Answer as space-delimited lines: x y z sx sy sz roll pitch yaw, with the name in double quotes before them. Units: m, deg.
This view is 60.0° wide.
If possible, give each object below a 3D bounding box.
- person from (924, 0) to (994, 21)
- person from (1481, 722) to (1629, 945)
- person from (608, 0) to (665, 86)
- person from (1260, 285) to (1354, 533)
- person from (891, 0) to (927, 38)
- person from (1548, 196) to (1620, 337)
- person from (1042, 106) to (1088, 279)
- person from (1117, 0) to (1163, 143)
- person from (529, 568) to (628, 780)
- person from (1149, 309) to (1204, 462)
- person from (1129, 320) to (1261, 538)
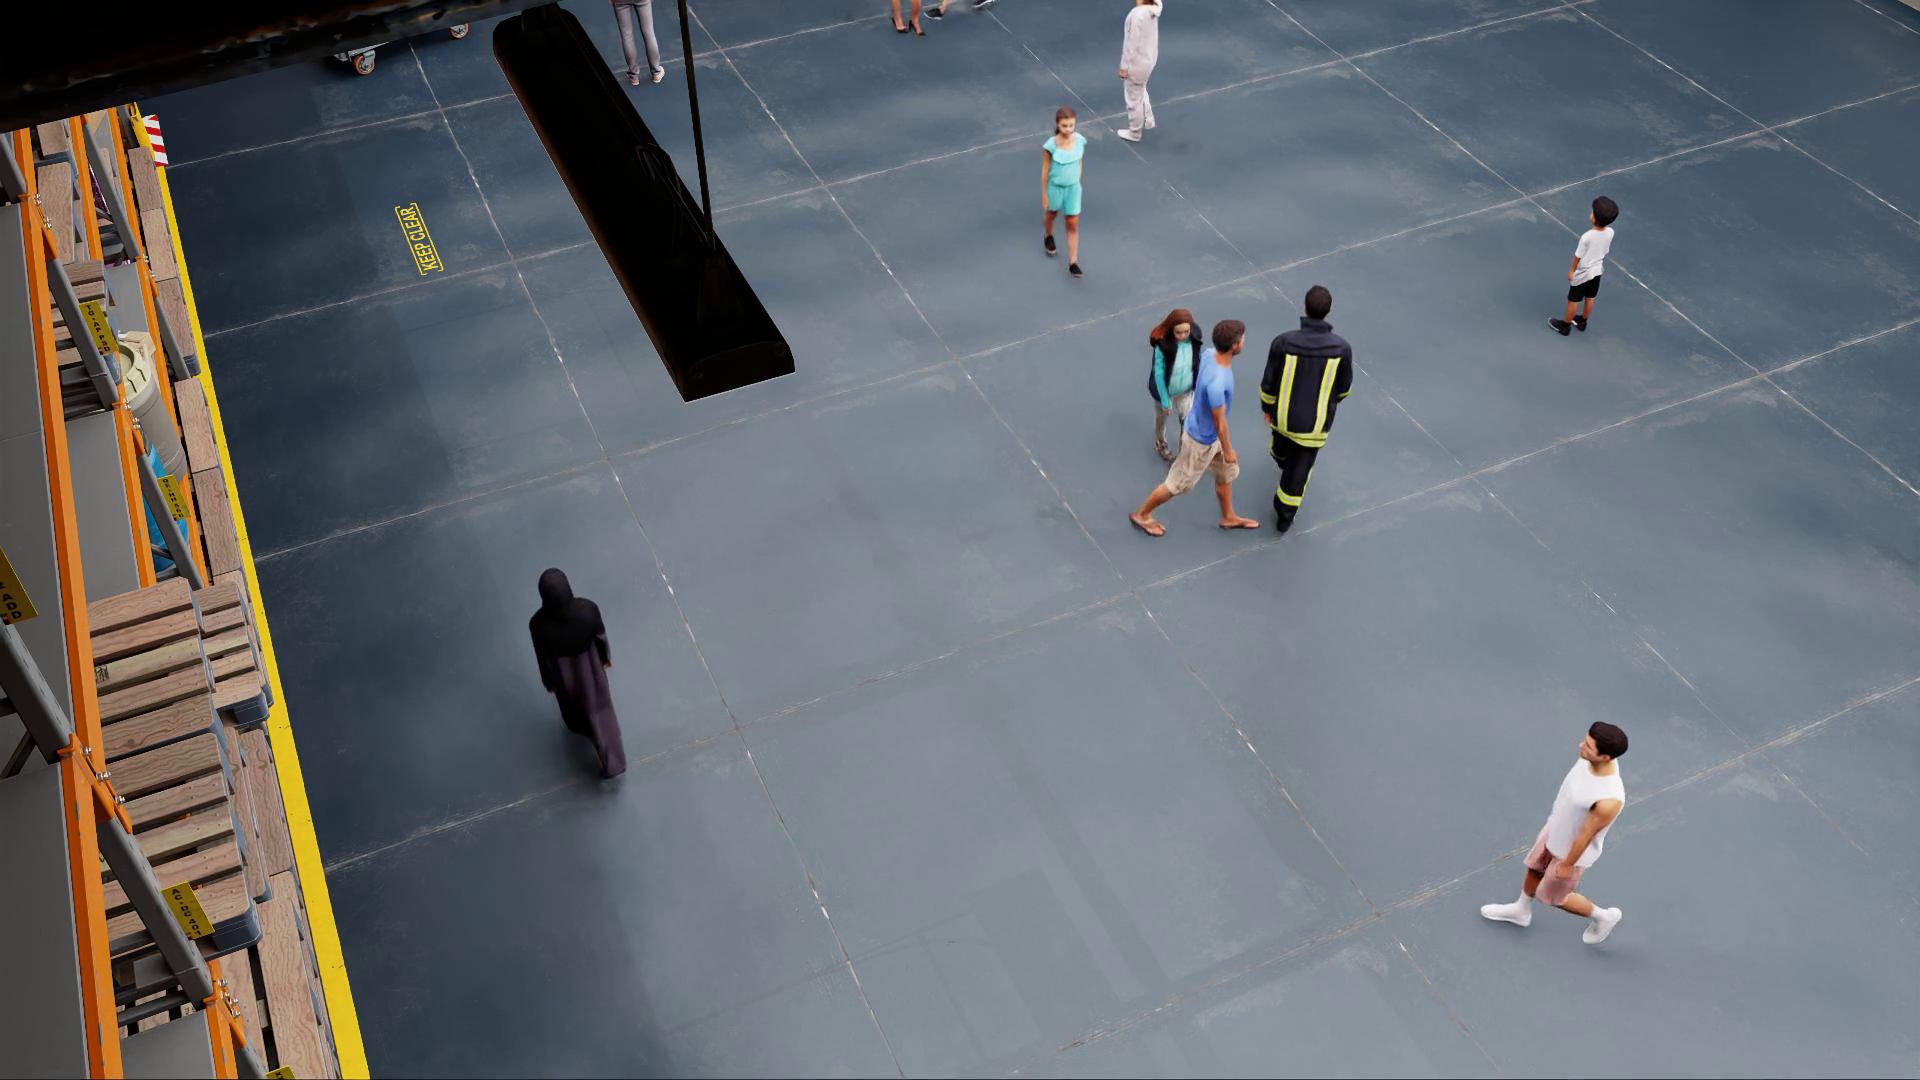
"person" 0.100 -6.497 17.886 0.819 1.728 1.166 -27 50 -25
"person" 3.490 1.679 9.273 0.994 1.771 1.027 4 44 4
"person" -3.313 -5.522 16.711 0.718 1.937 0.678 -6 44 -6
"person" 2.439 -0.874 11.882 1.240 1.868 1.332 12 45 12
"person" -0.671 -6.108 17.552 0.784 1.625 0.713 30 51 28
"person" 5.215 -2.265 13.786 0.482 1.256 0.478 -16 46 -16
"person" 0.861 -3.097 14.471 0.706 1.516 1.081 -9 44 -9
"person" 1.792 -4.582 15.912 0.775 1.679 0.746 21 48 21
"person" -2.370 0.833 10.289 0.656 1.594 1.089 -14 45 -14
"person" 1.568 -1.192 12.502 0.597 1.474 0.724 -16 46 -16
"person" 1.639 -0.746 11.773 1.128 1.833 1.210 9 44 9
